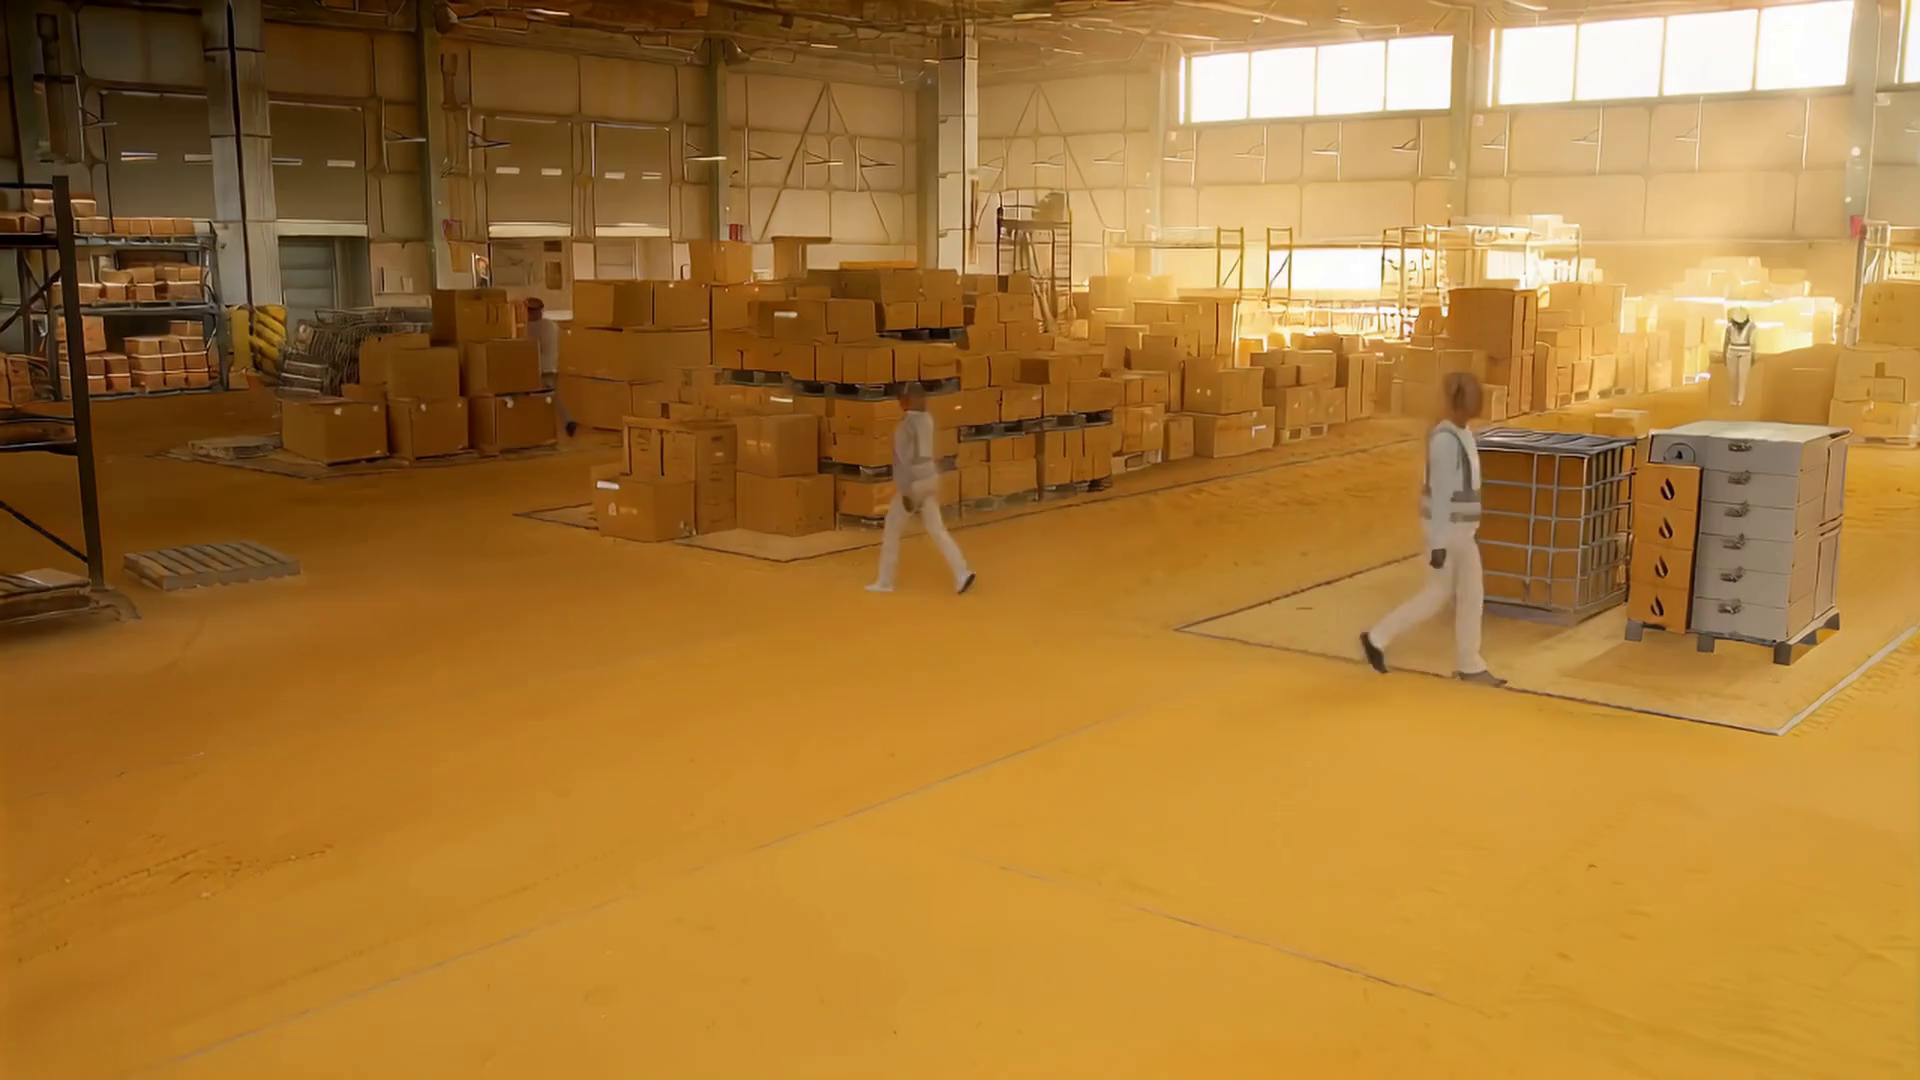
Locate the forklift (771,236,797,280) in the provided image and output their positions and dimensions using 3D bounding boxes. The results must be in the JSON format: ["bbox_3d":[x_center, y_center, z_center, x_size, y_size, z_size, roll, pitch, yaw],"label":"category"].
[{"bbox_3d":[-4.209,-5.900,39.983,1.873,2.768,1.129,2,10,13],"label":"forklift"}]

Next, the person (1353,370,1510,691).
[{"bbox_3d":[2.766,-0.056,9.640,0.826,1.859,0.582,5,11,26],"label":"person"}]

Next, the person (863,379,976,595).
[{"bbox_3d":[-0.284,-0.379,12.181,0.815,1.603,0.518,5,11,27],"label":"person"}]

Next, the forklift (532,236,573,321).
[{"bbox_3d":[-9.587,-5.788,39.344,1.873,2.768,1.129,8,13,40],"label":"forklift"}]

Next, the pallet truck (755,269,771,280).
[{"bbox_3d":[-4.996,-6.432,45.525,1.885,1.965,0.823,-6,12,-32],"label":"pallet truck"}]

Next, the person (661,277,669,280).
[{"bbox_3d":[-6.353,-4.704,35.900,0.635,1.928,0.381,-5,11,-27],"label":"person"}]

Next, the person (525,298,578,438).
[{"bbox_3d":[-5.565,-2.313,22.389,0.911,1.894,0.595,7,12,36],"label":"person"}]

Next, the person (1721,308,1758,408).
[{"bbox_3d":[12.543,-2.936,26.779,0.539,1.590,0.880,5,11,28],"label":"person"}]

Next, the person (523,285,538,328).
[{"bbox_3d":[-9.997,-5.147,39.073,0.319,1.694,0.532,9,13,42],"label":"person"}]
